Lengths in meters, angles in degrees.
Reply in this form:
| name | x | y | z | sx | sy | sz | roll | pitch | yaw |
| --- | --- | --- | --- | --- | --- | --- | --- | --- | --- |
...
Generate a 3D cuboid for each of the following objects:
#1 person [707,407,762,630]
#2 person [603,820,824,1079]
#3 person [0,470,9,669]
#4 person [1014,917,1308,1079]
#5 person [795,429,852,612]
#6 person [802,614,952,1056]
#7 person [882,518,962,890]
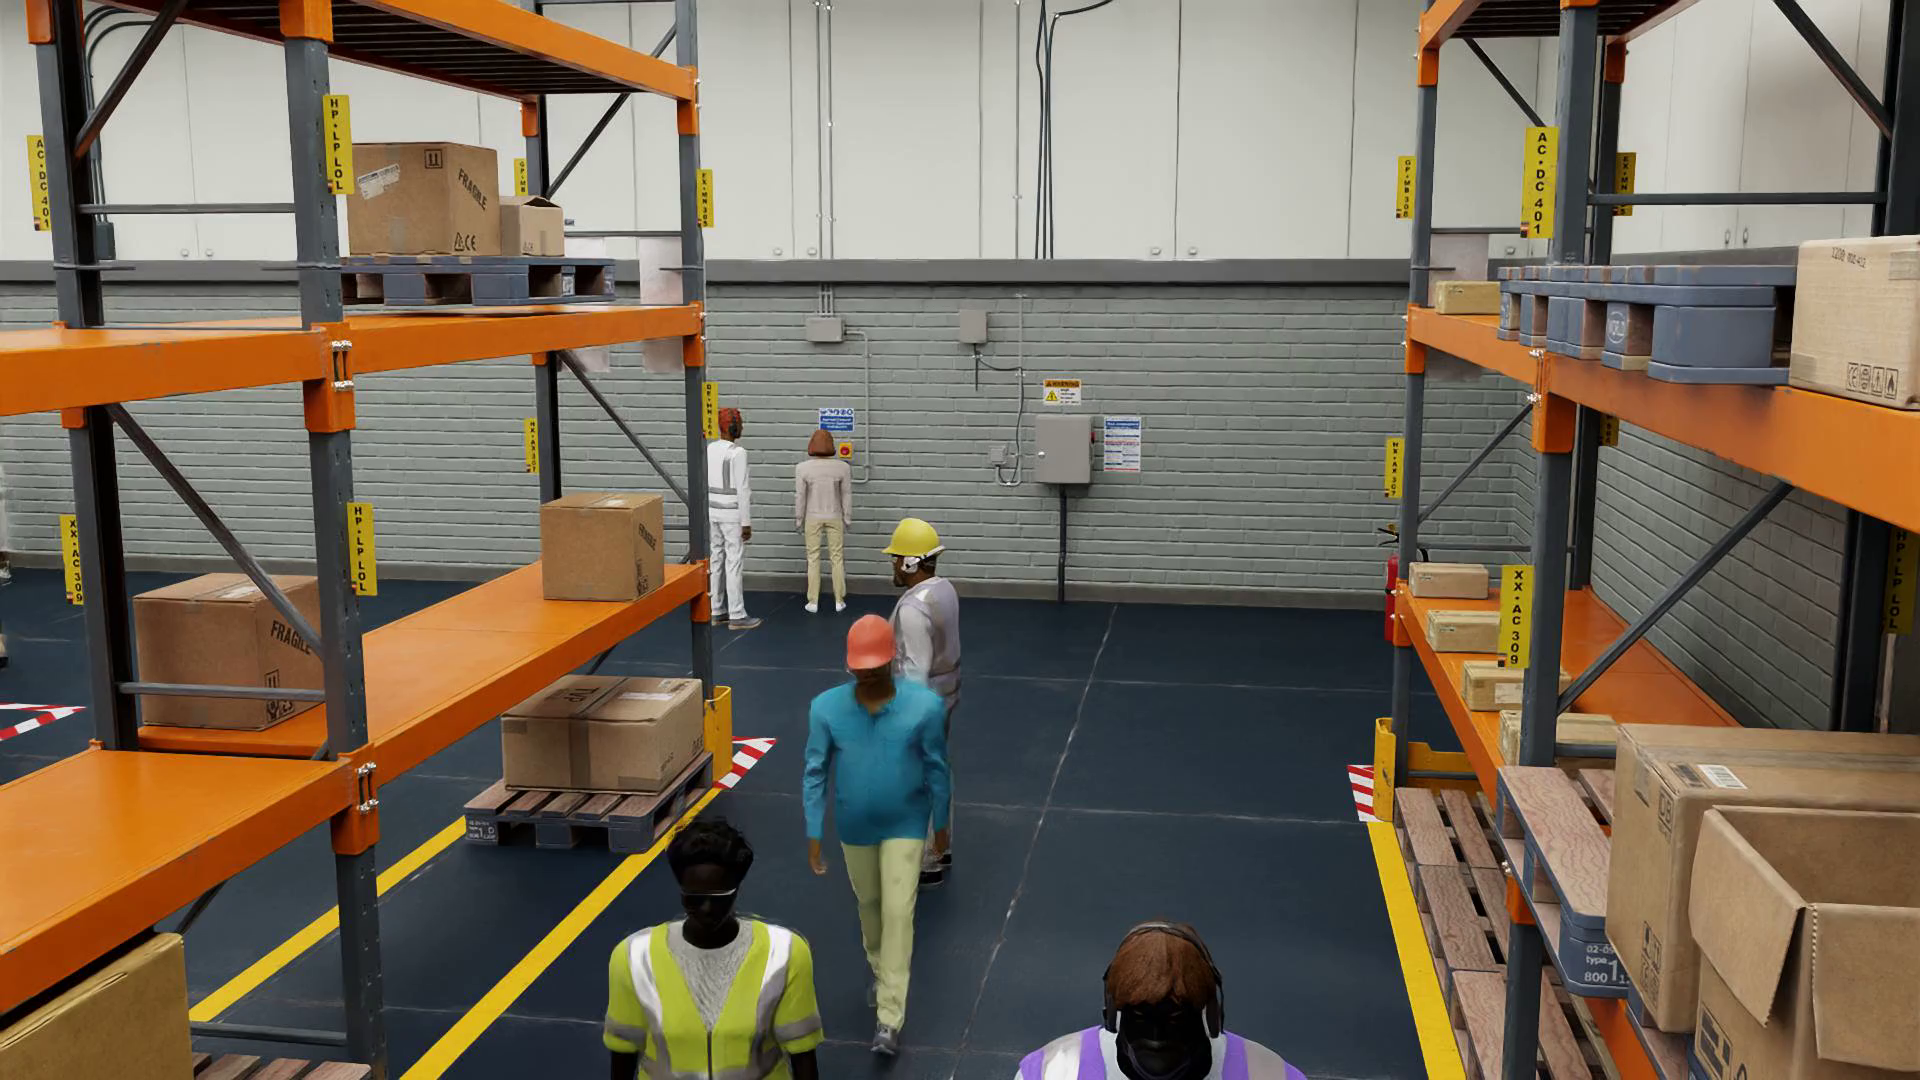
| name | x | y | z | sx | sy | sz | roll | pitch | yaw |
| --- | --- | --- | --- | --- | --- | --- | --- | --- | --- |
| person | -1.963 | -0.184 | 14.119 | 0.360 | 1.882 | 0.575 | -8 | 12 | -42 |
| person | -0.618 | 1.529 | 4.183 | 0.565 | 1.670 | 0.710 | -1 | 9 | -8 |
| person | -7.411 | 0.044 | 12.302 | 0.429 | 2.020 | 0.610 | 6 | 11 | 33 |
| person | 0.374 | 1.608 | 3.194 | 0.634 | 1.841 | 0.429 | 1 | 9 | 4 |
| person | -1.213 | -0.168 | 14.783 | 0.508 | 1.632 | 0.272 | -2 | 9 | -11 |
| person | -0.332 | 1.127 | 6.559 | 0.571 | 1.697 | 0.916 | 1 | 9 | 7 |
| person | -0.202 | 0.802 | 8.191 | 0.403 | 1.832 | 0.594 | 2 | 10 | 15 |
